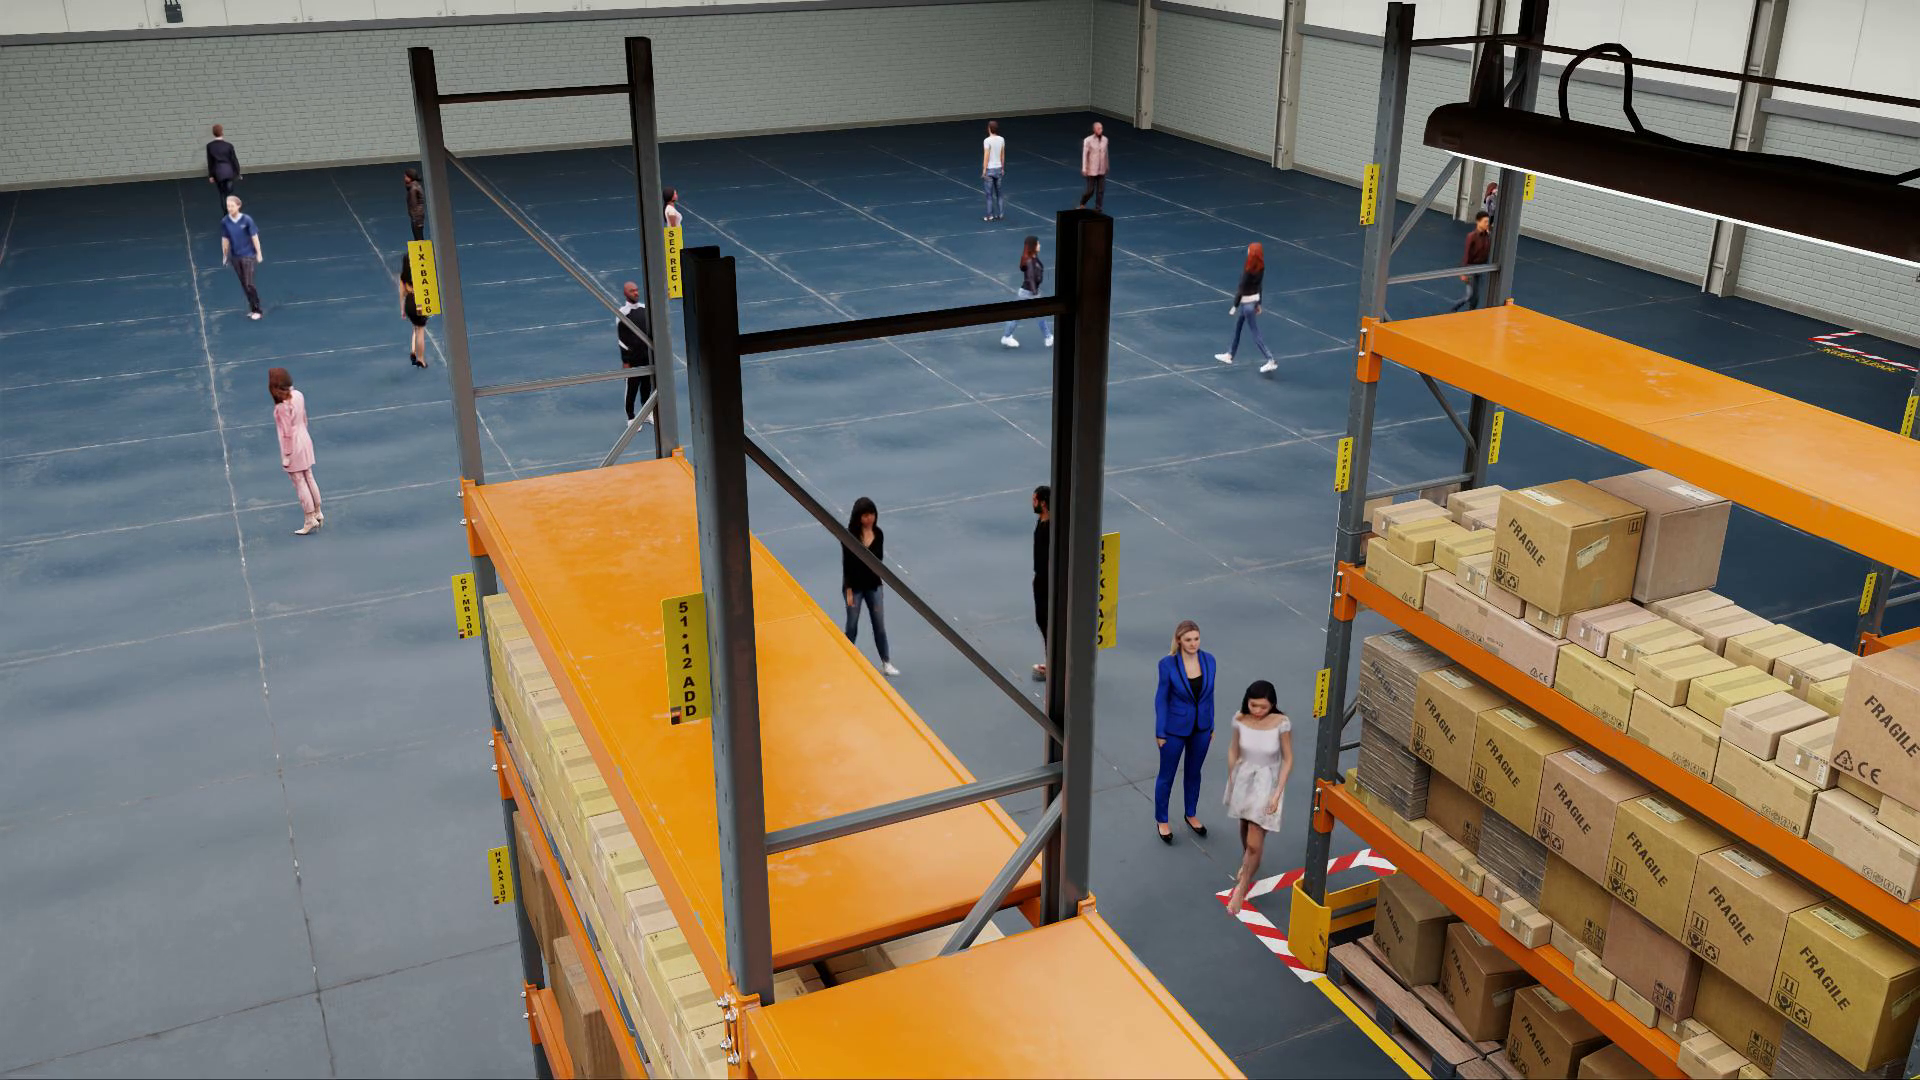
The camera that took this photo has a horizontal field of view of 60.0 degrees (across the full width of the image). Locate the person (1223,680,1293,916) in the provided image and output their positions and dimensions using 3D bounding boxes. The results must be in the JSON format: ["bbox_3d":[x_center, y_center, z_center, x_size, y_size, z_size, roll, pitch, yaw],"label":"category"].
[{"bbox_3d":[2.037,1.684,11.242,0.972,1.725,1.000,13,26,28],"label":"person"}]

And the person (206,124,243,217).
[{"bbox_3d":[-13.856,-6.869,31.261,0.788,1.799,0.802,-3,23,-8],"label":"person"}]

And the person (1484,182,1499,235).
[{"bbox_3d":[9.480,-5.862,29.776,0.512,1.107,0.515,-20,30,-39],"label":"person"}]

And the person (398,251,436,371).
[{"bbox_3d":[-7.418,-3.078,22.553,0.709,1.636,0.768,7,24,15],"label":"person"}]

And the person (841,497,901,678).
[{"bbox_3d":[-0.883,0.380,14.456,0.561,1.610,1.002,-10,25,-22],"label":"person"}]

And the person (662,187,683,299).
[{"bbox_3d":[-4.548,-4.707,26.249,0.631,1.742,0.452,-9,25,-21],"label":"person"}]

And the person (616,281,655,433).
[{"bbox_3d":[-3.987,-2.286,20.447,0.714,1.828,0.732,18,29,35],"label":"person"}]

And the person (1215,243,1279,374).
[{"bbox_3d":[3.979,-3.093,22.461,1.318,1.736,0.957,19,29,37],"label":"person"}]

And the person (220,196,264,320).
[{"bbox_3d":[-10.780,-4.281,25.111,0.861,1.849,0.936,2,23,5],"label":"person"}]

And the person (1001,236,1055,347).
[{"bbox_3d":[0.909,-3.473,23.548,1.090,1.585,1.154,3,23,7],"label":"person"}]

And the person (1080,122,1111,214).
[{"bbox_3d":[2.557,-7.044,31.683,0.691,1.790,0.871,-10,25,-21],"label":"person"}]

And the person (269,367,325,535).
[{"bbox_3d":[-6.898,-0.935,17.306,0.758,1.800,0.642,3,23,6],"label":"person"}]

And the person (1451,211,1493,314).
[{"bbox_3d":[7.512,-3.961,24.458,0.658,1.771,0.784,-11,25,-23],"label":"person"}]

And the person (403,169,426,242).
[{"bbox_3d":[-9.150,-5.429,28.045,0.615,1.666,0.678,19,30,38],"label":"person"}]

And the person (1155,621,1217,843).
[{"bbox_3d":[1.620,1.361,12.033,0.641,1.701,0.576,-8,24,-17],"label":"person"}]

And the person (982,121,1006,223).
[{"bbox_3d":[0.632,-6.969,31.411,0.674,1.865,0.580,-15,27,-31],"label":"person"}]
